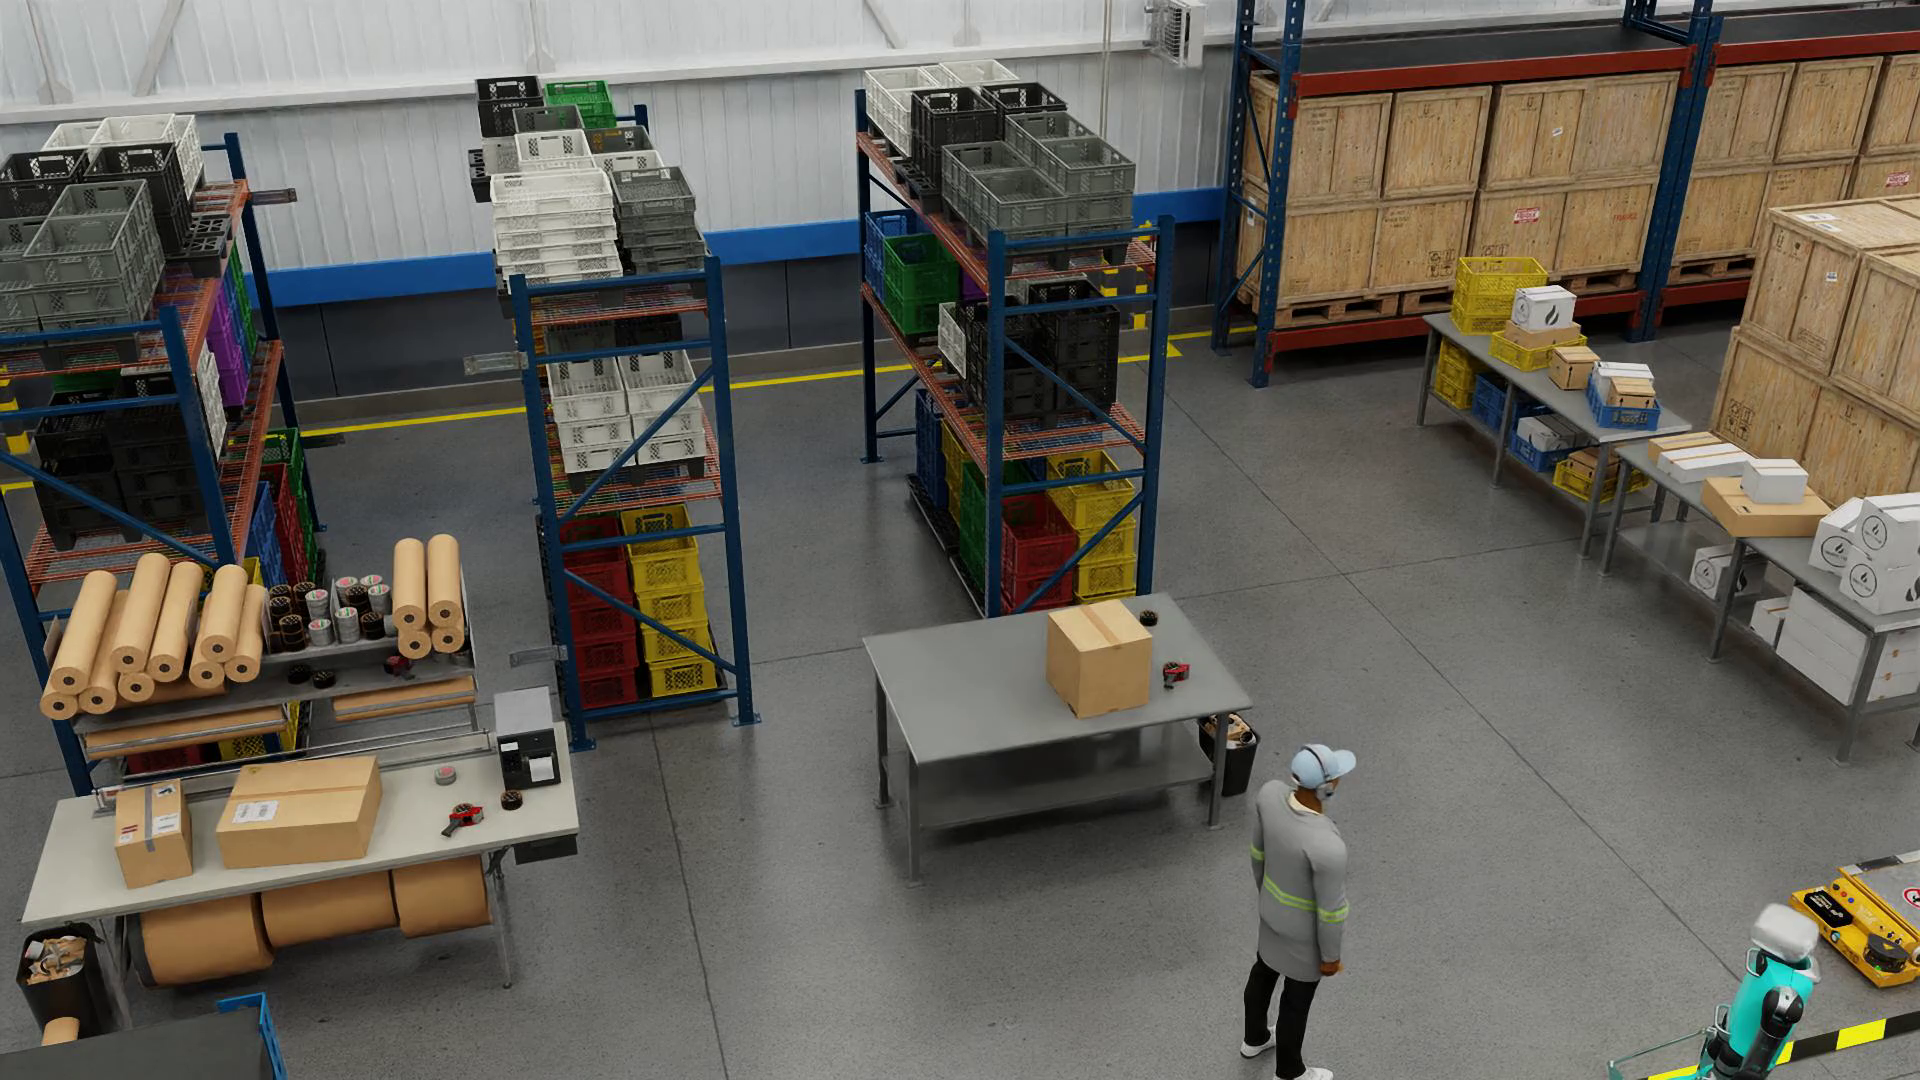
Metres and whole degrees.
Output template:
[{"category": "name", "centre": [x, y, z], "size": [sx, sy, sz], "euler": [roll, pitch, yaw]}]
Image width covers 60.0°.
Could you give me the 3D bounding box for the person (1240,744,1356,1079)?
[{"category": "person", "centre": [1.523, 1.682, 7.456], "size": [0.374, 1.852, 0.589], "euler": [-13, 32, -23]}]

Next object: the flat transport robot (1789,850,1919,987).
[{"category": "flat transport robot", "centre": [5.163, 1.916, 8.676], "size": [1.431, 0.231, 0.659], "euler": [-8, 30, -14]}]

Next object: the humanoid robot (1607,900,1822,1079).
[{"category": "humanoid robot", "centre": [2.889, 2.108, 6.666], "size": [0.735, 1.673, 0.533], "euler": [13, 31, 22]}]
